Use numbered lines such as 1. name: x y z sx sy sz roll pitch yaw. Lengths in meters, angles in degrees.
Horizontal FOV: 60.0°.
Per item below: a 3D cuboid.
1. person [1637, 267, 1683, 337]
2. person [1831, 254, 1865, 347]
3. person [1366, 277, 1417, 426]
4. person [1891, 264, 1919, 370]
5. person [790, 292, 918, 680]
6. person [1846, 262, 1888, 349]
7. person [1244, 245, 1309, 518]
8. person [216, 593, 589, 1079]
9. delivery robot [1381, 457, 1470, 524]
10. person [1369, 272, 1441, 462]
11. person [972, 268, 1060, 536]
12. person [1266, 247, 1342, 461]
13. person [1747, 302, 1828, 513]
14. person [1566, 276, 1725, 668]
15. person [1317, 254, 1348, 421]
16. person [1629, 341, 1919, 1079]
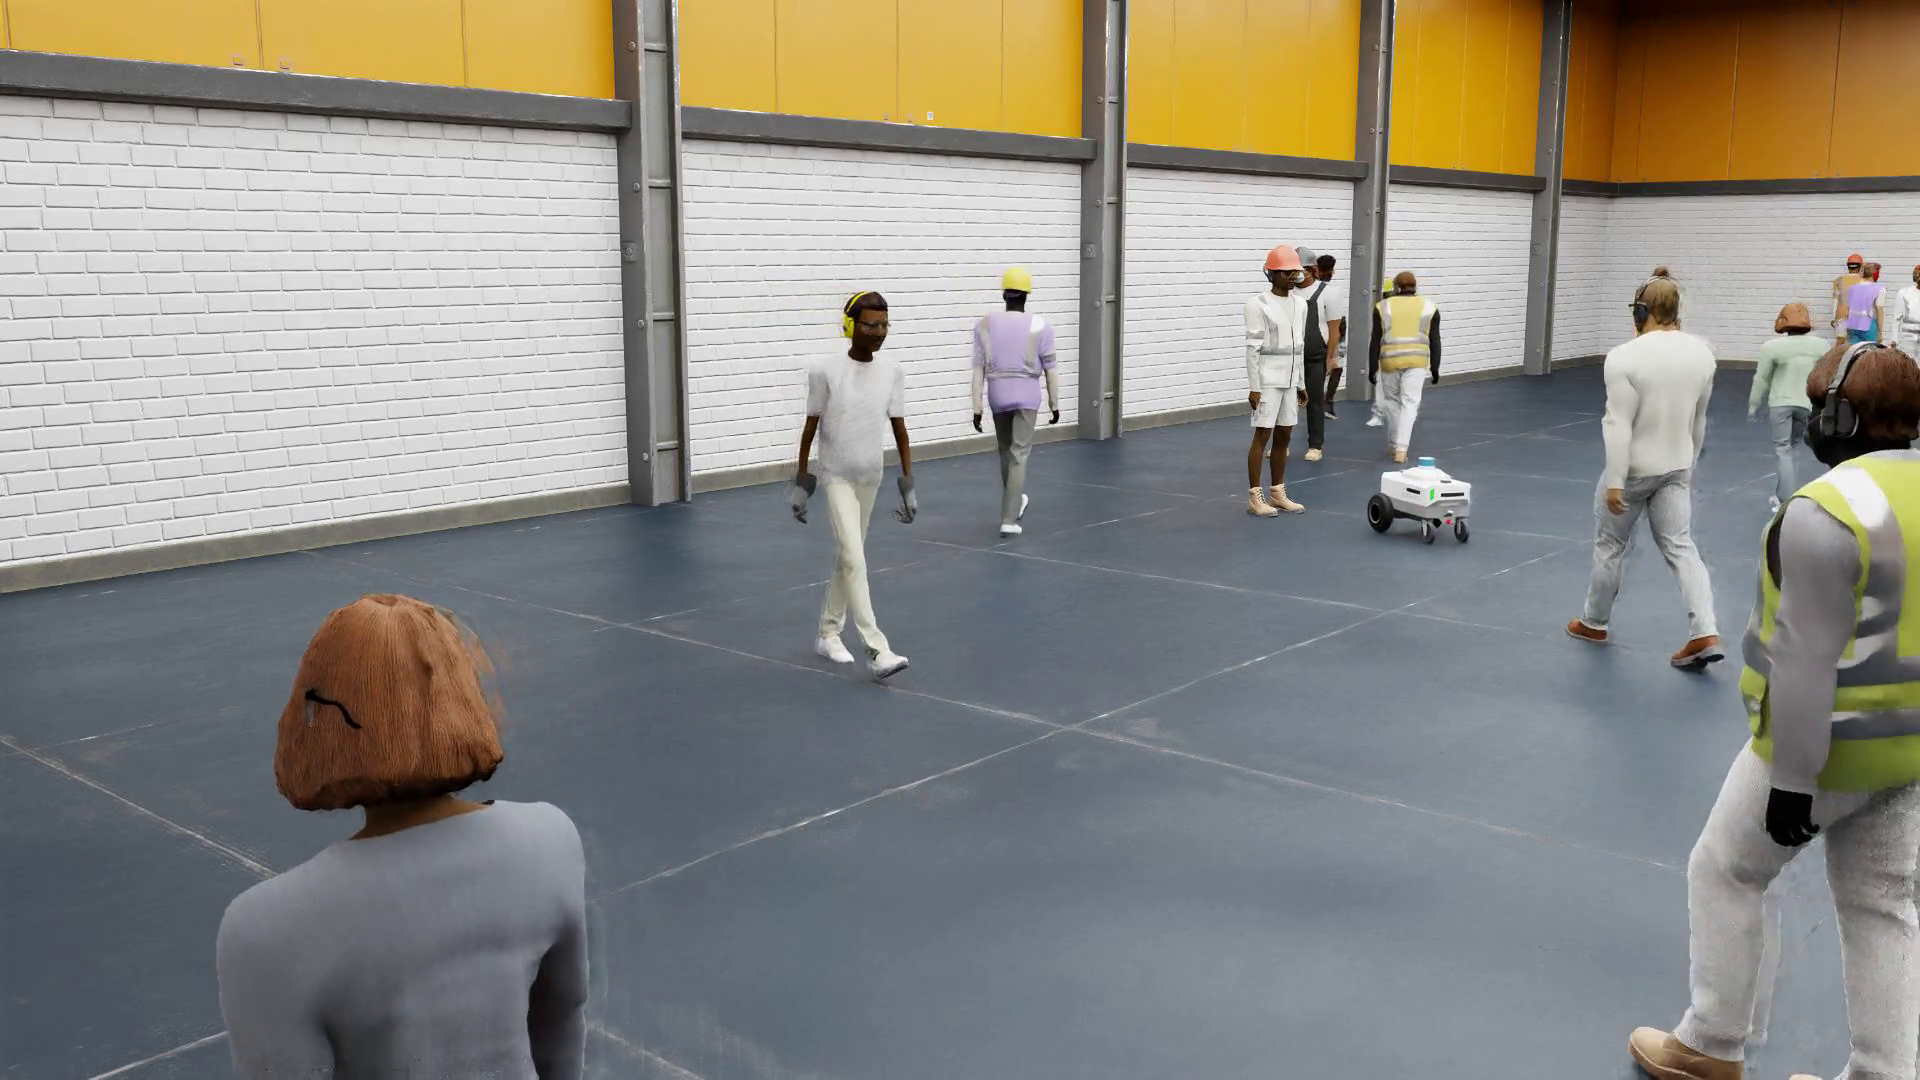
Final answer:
1. person: 8.109 -2.268 19.389 0.538 1.796 0.949 1 10 6
2. person: 13.990 -3.518 26.135 0.543 1.928 0.373 7 12 35
3. person: 5.022 -2.173 19.134 0.482 1.693 0.910 9 13 40
4. person: 11.981 -2.533 20.749 0.620 1.857 0.786 7 12 36
5. person: -0.453 -0.250 7.849 0.537 1.813 0.969 -7 12 -34
6. person: 12.156 -2.794 22.278 0.547 1.826 0.600 -4 11 -23
7. person: 2.416 -1.196 12.587 0.607 2.044 0.379 -8 13 -37
8. person: -0.702 0.861 2.093 0.594 1.611 0.522 8 13 38
9. delivery robot: 3.260 -0.337 11.662 0.477 0.478 0.707 -3 10 -16
10. person: 4.255 -1.659 15.930 0.664 1.782 0.913 3 10 14
11. person: 0.413 -1.002 11.959 0.601 1.872 1.007 3 10 17
12. person: 3.247 -1.774 15.882 0.684 2.000 0.535 7 12 35
13. person: 6.305 -1.013 12.749 0.529 1.604 0.695 0 10 0
14. person: 3.407 -0.338 8.140 0.641 1.899 1.017 -3 10 -15
15. person: 4.247 -2.340 19.353 0.645 1.947 0.536 7 12 35
16. person: 1.938 0.452 3.855 0.656 1.811 0.752 -6 11 -29
